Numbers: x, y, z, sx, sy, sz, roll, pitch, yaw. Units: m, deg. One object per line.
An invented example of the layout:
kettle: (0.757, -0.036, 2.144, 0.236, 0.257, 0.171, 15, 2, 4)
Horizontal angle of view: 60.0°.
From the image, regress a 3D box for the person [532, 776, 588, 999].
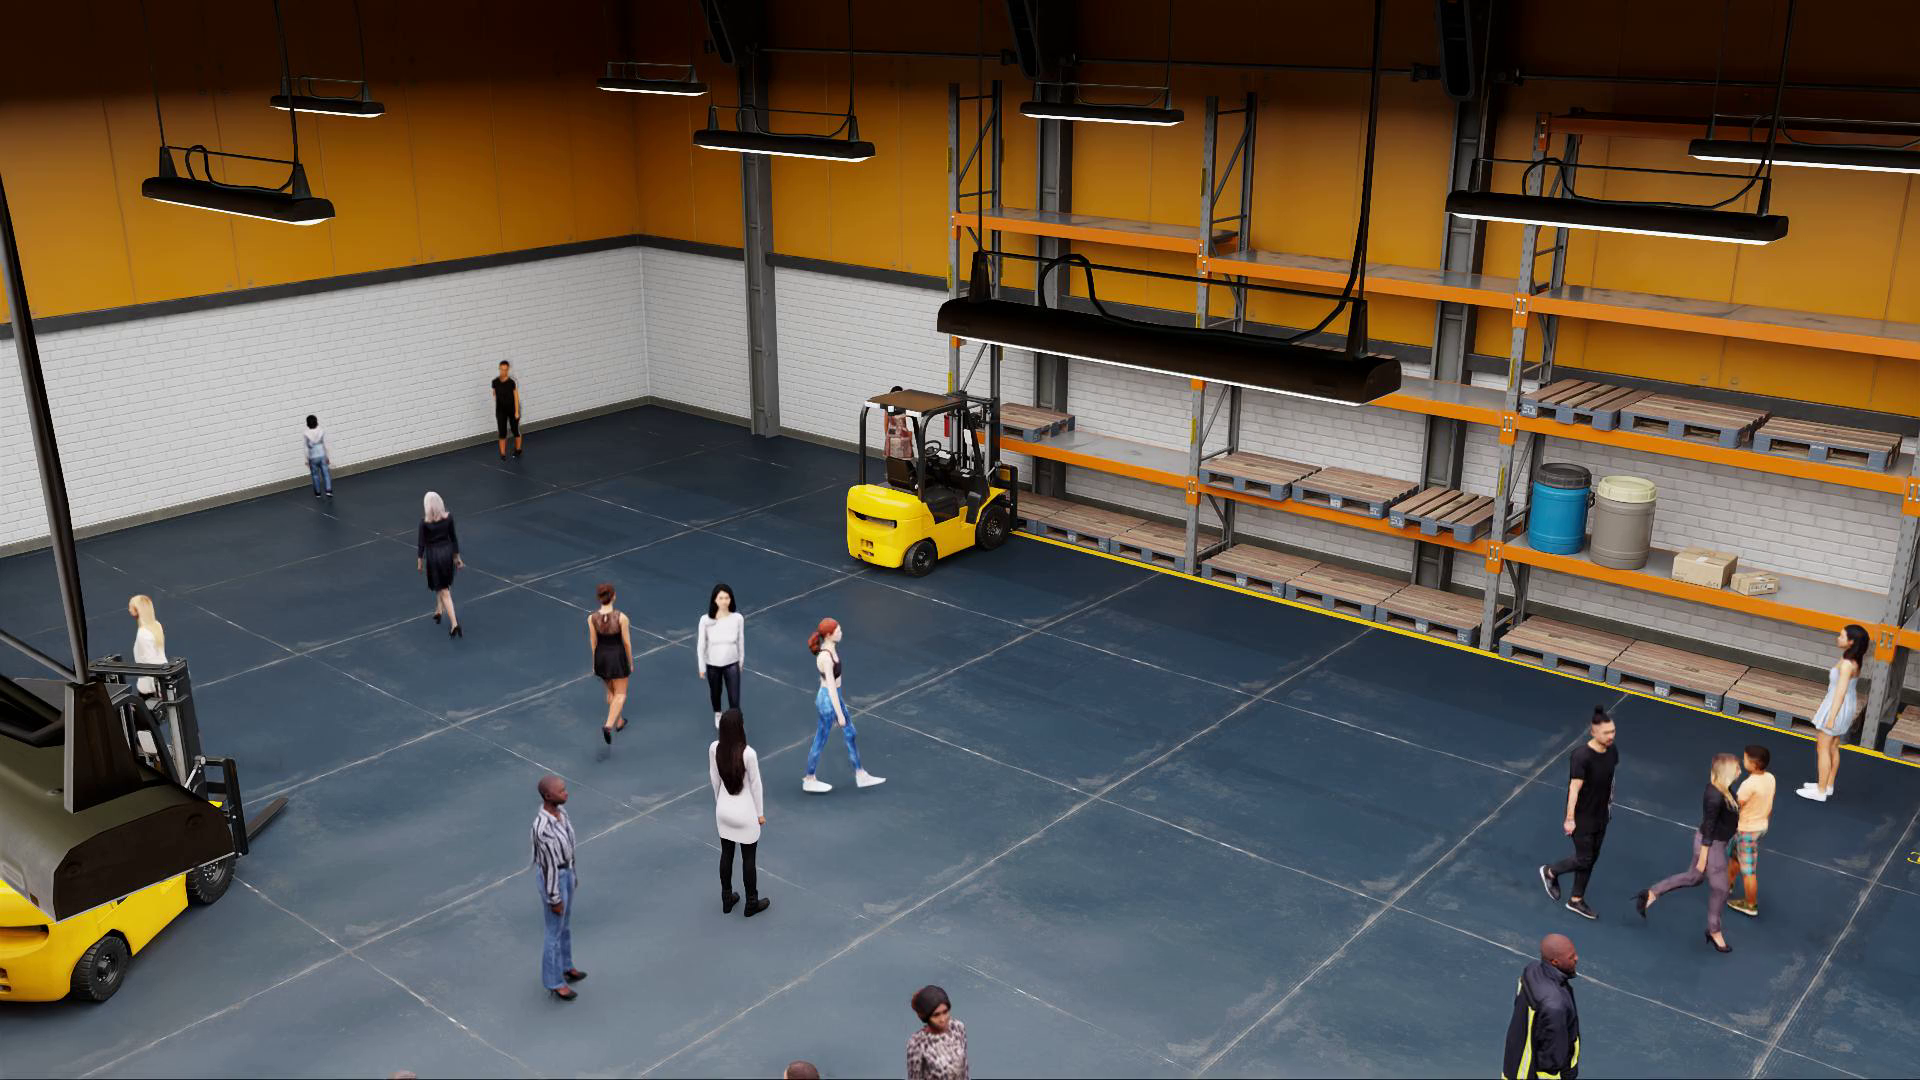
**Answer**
person: (-3.019, 2.575, 12.402, 0.728, 1.793, 0.694, 0, 19, 0)

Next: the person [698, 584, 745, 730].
person: (-2.388, 1.229, 16.610, 1.067, 1.657, 1.203, -4, 19, -12)

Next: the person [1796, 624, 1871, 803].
person: (8.185, 1.591, 15.425, 0.570, 1.728, 0.599, 14, 23, 35)

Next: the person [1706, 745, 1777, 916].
person: (6.494, 2.381, 13.530, 0.624, 1.440, 0.819, -13, 22, -33)

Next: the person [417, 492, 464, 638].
person: (-5.970, 0.308, 19.248, 0.981, 1.719, 0.650, 17, 25, 41)

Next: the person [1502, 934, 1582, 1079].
person: (3.611, 3.248, 10.357, 0.885, 1.821, 0.866, 2, 19, 5)

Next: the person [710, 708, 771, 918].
person: (-1.816, 2.204, 13.478, 0.570, 1.808, 0.725, 8, 20, 22)

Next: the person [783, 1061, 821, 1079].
person: (-0.866, 3.654, 9.360, 0.686, 1.688, 0.680, 4, 19, 12)

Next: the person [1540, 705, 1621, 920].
person: (5.030, 2.163, 13.523, 0.807, 1.856, 0.871, -12, 22, -31)

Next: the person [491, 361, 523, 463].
person: (-7.181, -2.077, 26.471, 1.021, 1.629, 1.011, 3, 19, 9)

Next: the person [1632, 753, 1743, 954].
person: (5.781, 2.432, 13.074, 1.065, 1.634, 0.761, 9, 21, 25)

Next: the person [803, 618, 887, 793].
person: (-1.302, 1.572, 15.441, 1.069, 1.754, 0.974, 0, 19, -1)

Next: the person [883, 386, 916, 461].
person: (-0.922, -1.485, 24.687, 0.604, 1.645, 0.776, 6, 20, 18)

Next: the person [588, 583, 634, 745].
person: (-3.501, 1.248, 16.562, 1.002, 1.653, 0.944, 3, 19, 8)

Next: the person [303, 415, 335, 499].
person: (-9.487, -1.230, 24.530, 0.590, 1.262, 0.658, -9, 21, -26)

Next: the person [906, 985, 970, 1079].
person: (-0.165, 3.414, 10.051, 0.716, 1.702, 0.932, -12, 22, -31)
